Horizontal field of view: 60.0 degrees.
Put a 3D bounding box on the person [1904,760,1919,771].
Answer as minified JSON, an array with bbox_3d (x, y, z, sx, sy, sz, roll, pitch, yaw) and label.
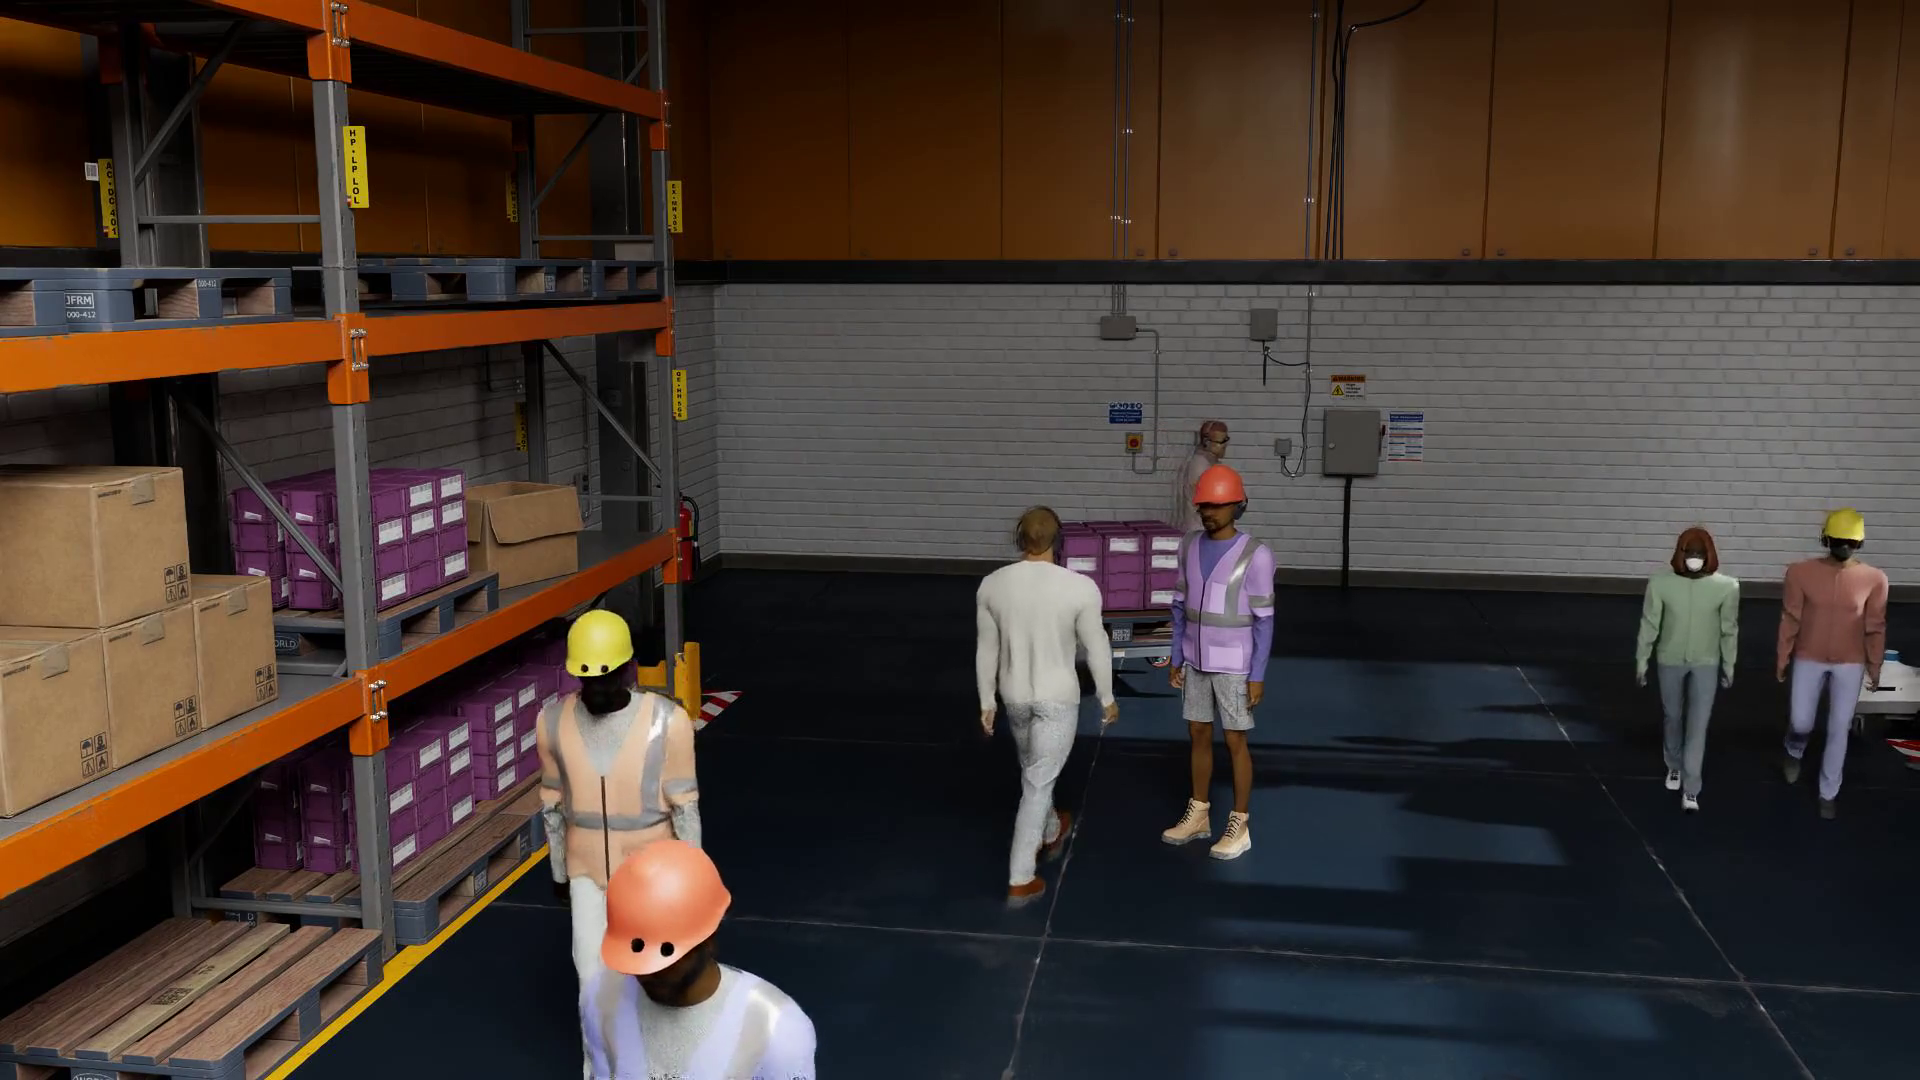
[{"bbox_3d":[5.973,0.538,10.063,0.528,1.760,0.338,-9,13,-43],"label":"person"}]

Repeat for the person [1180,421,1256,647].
[{"bbox_3d":[2.020,-0.010,13.112,0.893,1.860,0.657,2,9,14],"label":"person"}]

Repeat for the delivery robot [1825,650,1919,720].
[{"bbox_3d":[6.049,0.960,10.856,0.707,0.478,0.477,0,9,2],"label":"delivery robot"}]

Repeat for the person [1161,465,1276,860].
[{"bbox_3d":[1.322,0.626,8.626,0.376,2.042,0.615,-9,13,-42],"label":"person"}]

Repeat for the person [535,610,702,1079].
[{"bbox_3d":[-1.190,1.131,6.005,0.609,1.888,0.868,1,9,6],"label":"person"}]

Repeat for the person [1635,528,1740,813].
[{"bbox_3d":[4.122,0.718,9.451,0.524,1.580,0.870,4,10,24],"label":"person"}]

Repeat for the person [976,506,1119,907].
[{"bbox_3d":[0.434,0.770,8.195,0.652,1.884,1.001,5,10,27],"label":"person"}]

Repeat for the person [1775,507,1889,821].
[{"bbox_3d":[4.860,0.661,9.299,0.537,1.747,0.520,4,10,22],"label":"person"}]

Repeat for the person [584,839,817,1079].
[{"bbox_3d":[-0.518,1.525,3.544,0.661,1.903,0.505,4,10,25],"label":"person"}]
